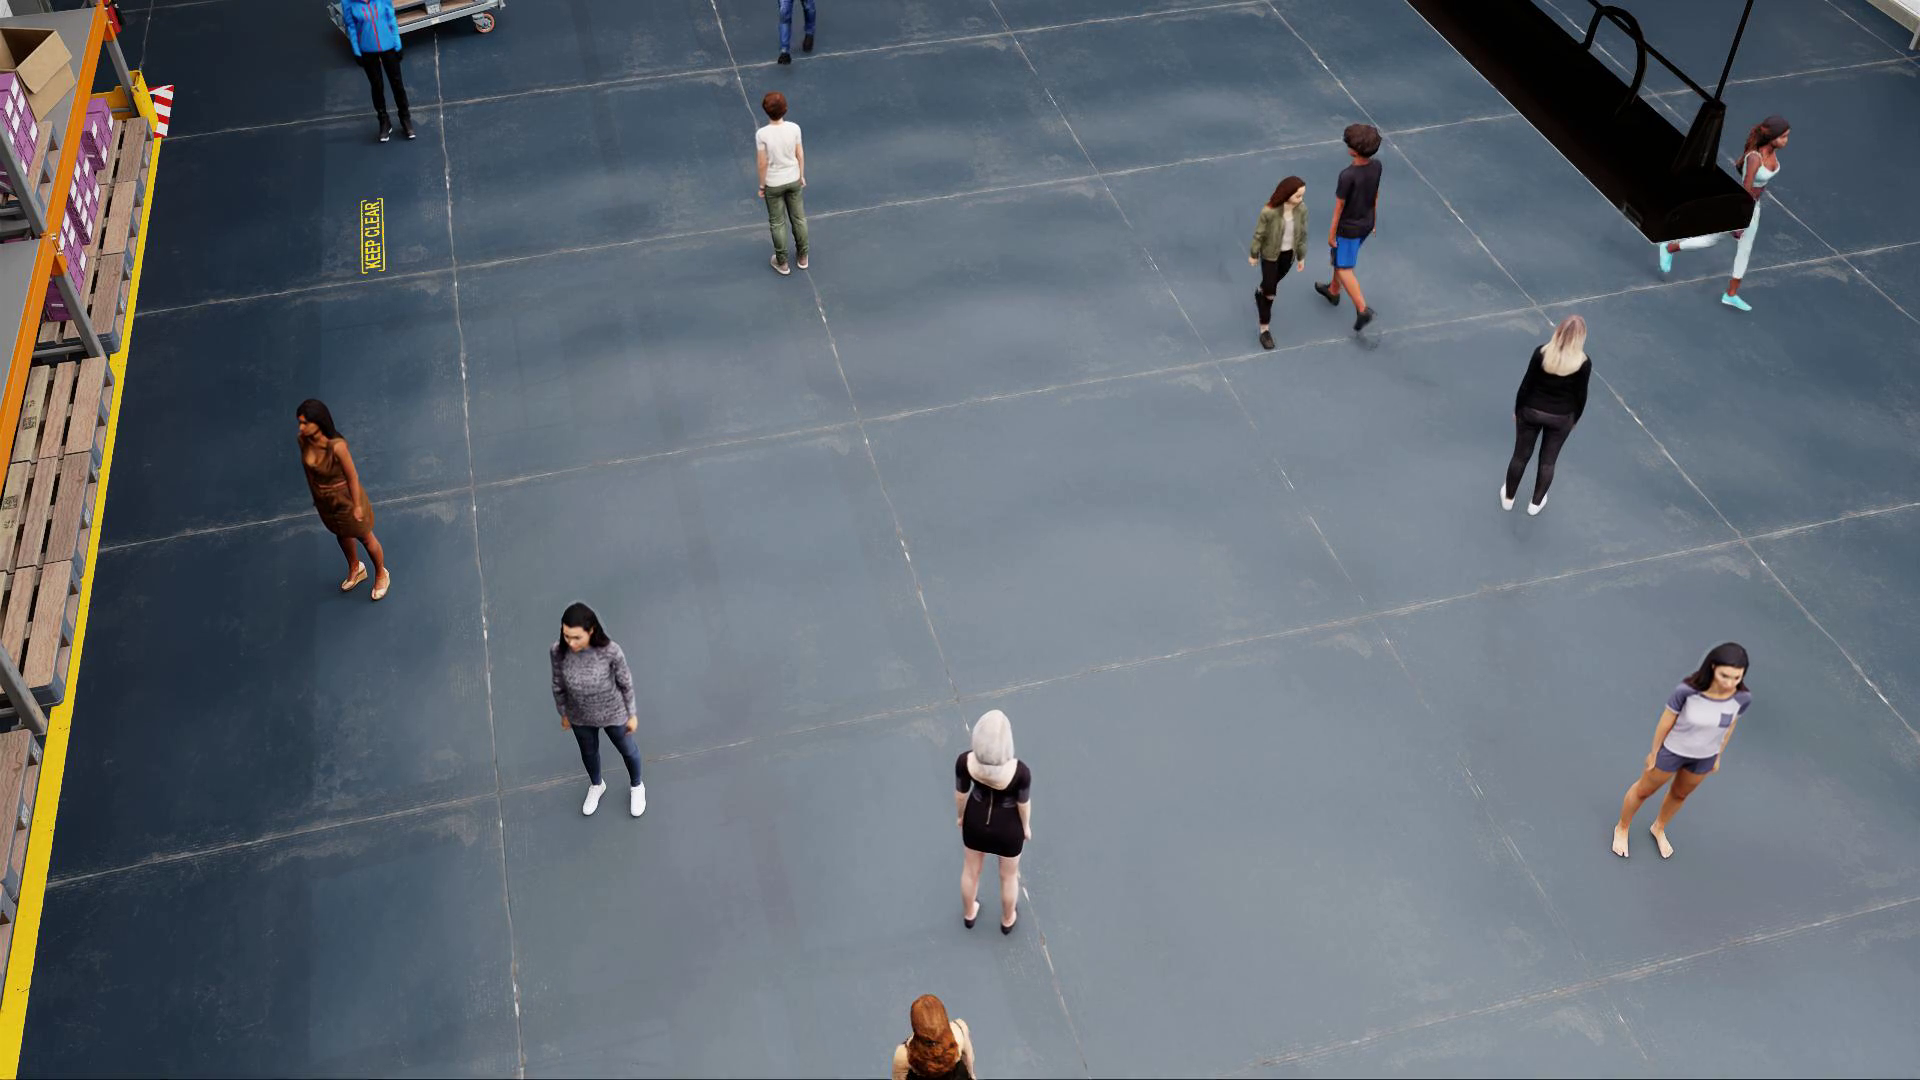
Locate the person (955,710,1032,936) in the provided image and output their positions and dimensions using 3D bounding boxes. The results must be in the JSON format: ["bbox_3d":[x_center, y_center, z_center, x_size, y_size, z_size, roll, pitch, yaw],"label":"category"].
[{"bbox_3d":[0.179,1.581,9.182,0.636,1.831,0.635,9,44,10],"label":"person"}]

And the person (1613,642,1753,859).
[{"bbox_3d":[4.208,1.215,9.637,0.649,1.733,0.630,4,44,4],"label":"person"}]

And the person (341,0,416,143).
[{"bbox_3d":[-5.515,-4.651,15.748,0.612,1.796,0.508,-11,45,-12],"label":"person"}]

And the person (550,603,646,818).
[{"bbox_3d":[-2.137,1.002,9.861,0.678,1.731,0.627,2,44,2],"label":"person"}]

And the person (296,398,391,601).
[{"bbox_3d":[-4.185,-0.279,11.235,0.639,1.690,0.677,16,46,16],"label":"person"}]

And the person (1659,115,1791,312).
[{"bbox_3d":[6.399,-2.759,13.835,0.832,1.696,1.198,-27,50,-25],"label":"person"}]

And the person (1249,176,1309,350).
[{"bbox_3d":[2.575,-2.365,13.606,0.577,1.441,0.962,-10,45,-10],"label":"person"}]

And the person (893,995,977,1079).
[{"bbox_3d":[-0.090,2.753,8.107,0.647,1.615,0.770,-17,46,-17],"label":"person"}]

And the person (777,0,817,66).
[{"bbox_3d":[-1.634,-5.849,16.966,0.953,1.851,1.216,5,44,5],"label":"person"}]

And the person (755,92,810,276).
[{"bbox_3d":[-1.515,-3.040,14.160,0.602,1.653,0.570,-17,46,-17],"label":"person"}]

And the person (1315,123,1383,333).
[{"bbox_3d":[3.248,-2.514,13.525,0.832,1.769,1.143,-22,48,-22],"label":"person"}]

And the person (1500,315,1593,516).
[{"bbox_3d":[4.179,-0.884,11.875,0.698,1.685,0.729,16,46,16],"label":"person"}]
